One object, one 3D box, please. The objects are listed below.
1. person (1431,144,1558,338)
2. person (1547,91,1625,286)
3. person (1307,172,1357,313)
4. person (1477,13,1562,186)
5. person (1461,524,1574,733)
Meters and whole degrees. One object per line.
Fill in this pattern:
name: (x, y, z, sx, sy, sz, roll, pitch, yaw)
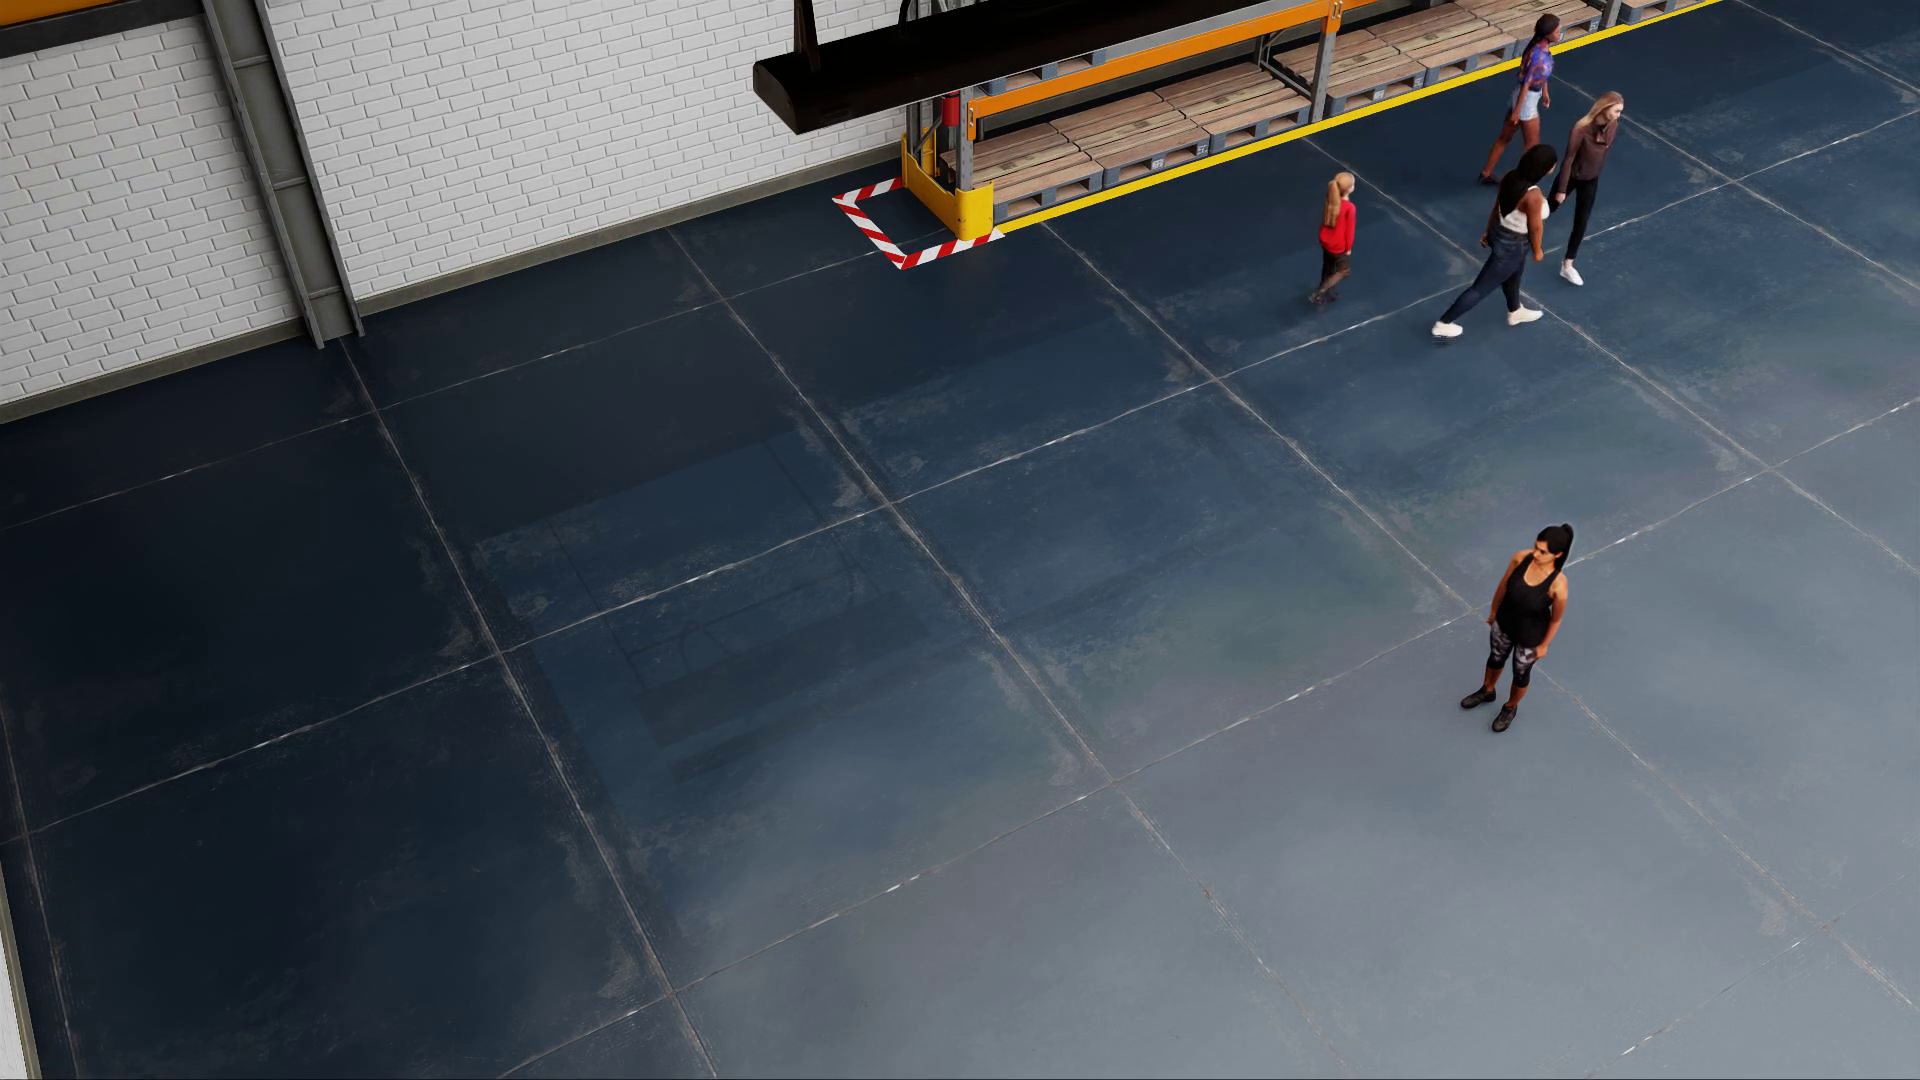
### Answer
person: (4.260, -2.305, 13.223, 1.288, 1.753, 0.993, -6, 44, -7)
person: (5.174, -3.076, 14.099, 1.144, 1.661, 0.922, -7, 44, -7)
person: (3.059, -2.438, 13.708, 0.663, 1.276, 0.504, -23, 48, -22)
person: (4.973, -3.920, 14.941, 0.923, 1.722, 0.876, 13, 45, 13)
person: (3.496, 0.528, 10.315, 0.540, 1.663, 0.607, -28, 50, -26)
